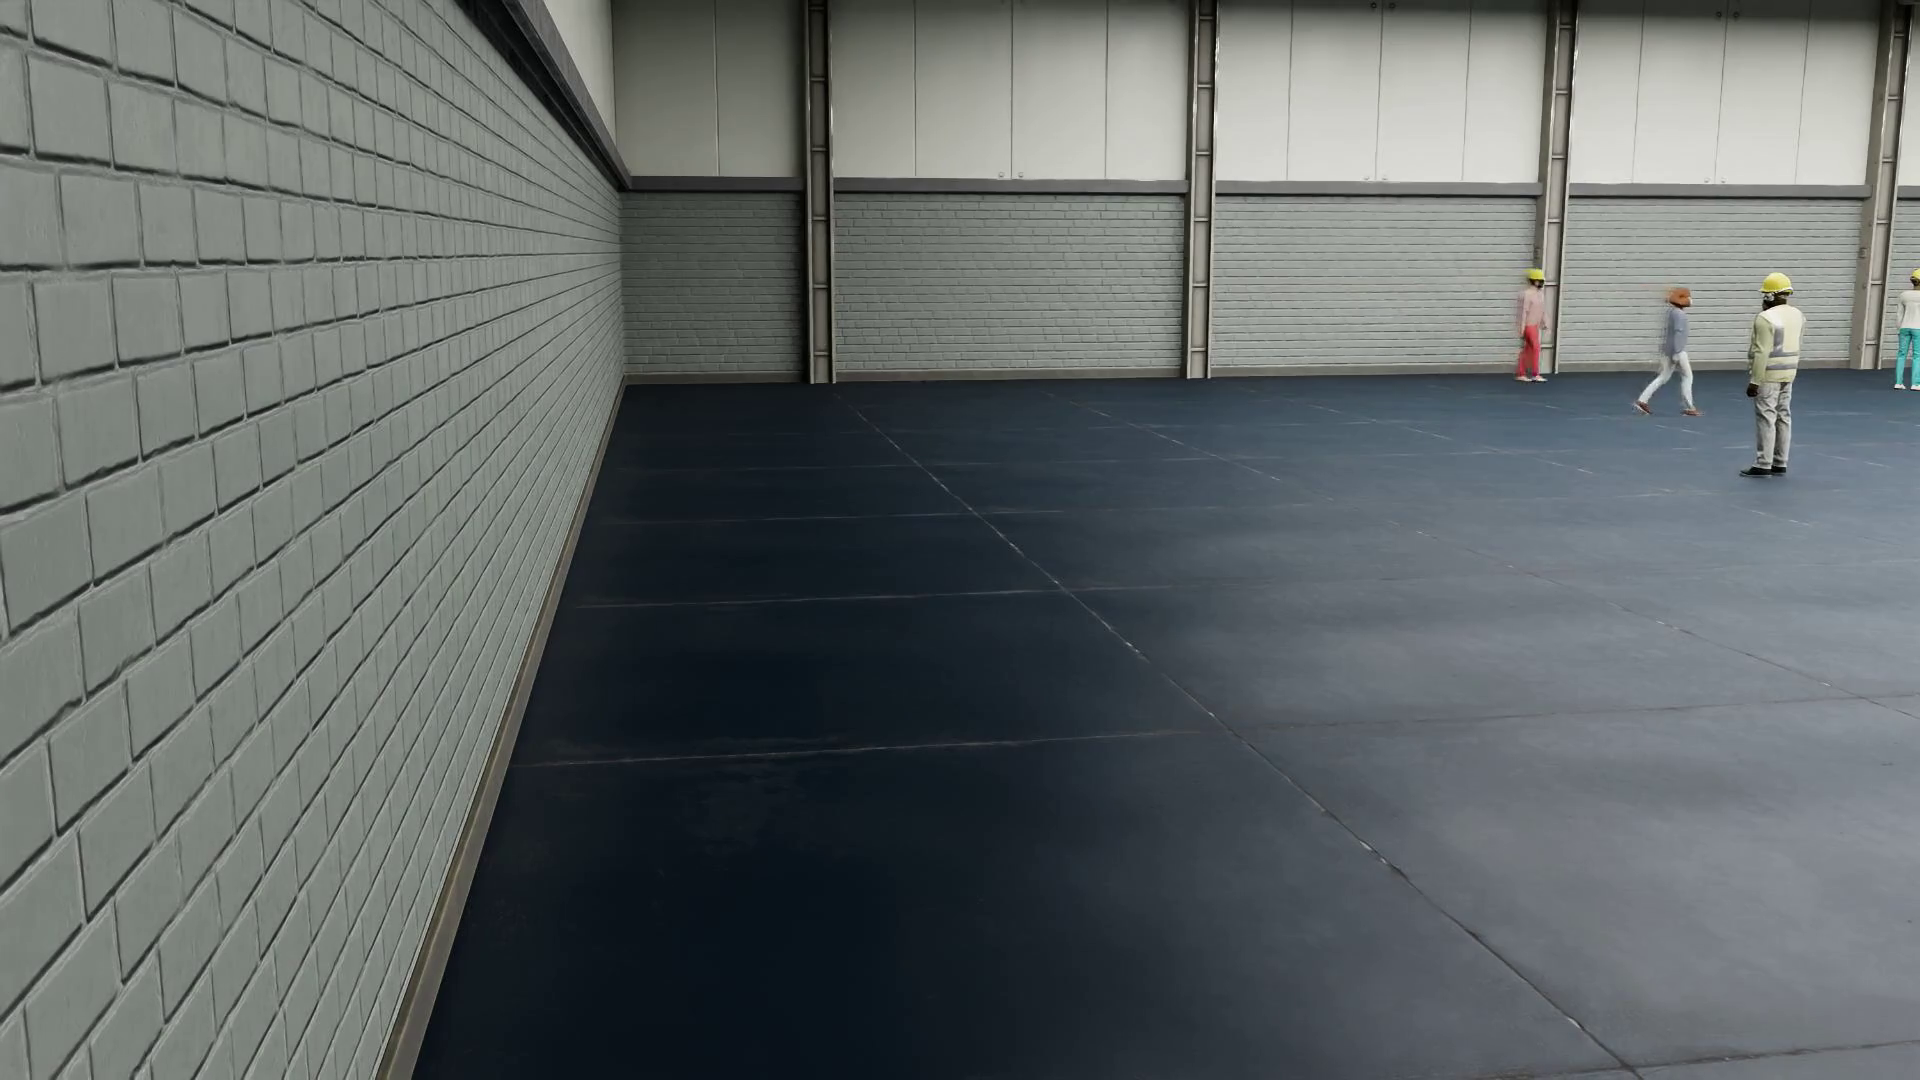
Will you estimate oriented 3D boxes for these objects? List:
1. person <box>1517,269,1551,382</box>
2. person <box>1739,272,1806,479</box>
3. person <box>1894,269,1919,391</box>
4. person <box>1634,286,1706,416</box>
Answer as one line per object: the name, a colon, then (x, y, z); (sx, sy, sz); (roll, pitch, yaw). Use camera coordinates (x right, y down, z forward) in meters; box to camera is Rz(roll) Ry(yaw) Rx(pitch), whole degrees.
person: (8.941, -3.297, 25.697); (0.719, 1.743, 0.527); (10, 14, 44)
person: (7.245, -1.462, 14.859); (0.591, 1.833, 0.404); (-6, 11, -30)
person: (13.913, -3.057, 24.236); (0.312, 1.768, 0.530); (-5, 11, -27)
person: (8.776, -2.324, 20.488); (0.803, 1.599, 0.508); (2, 10, 10)
